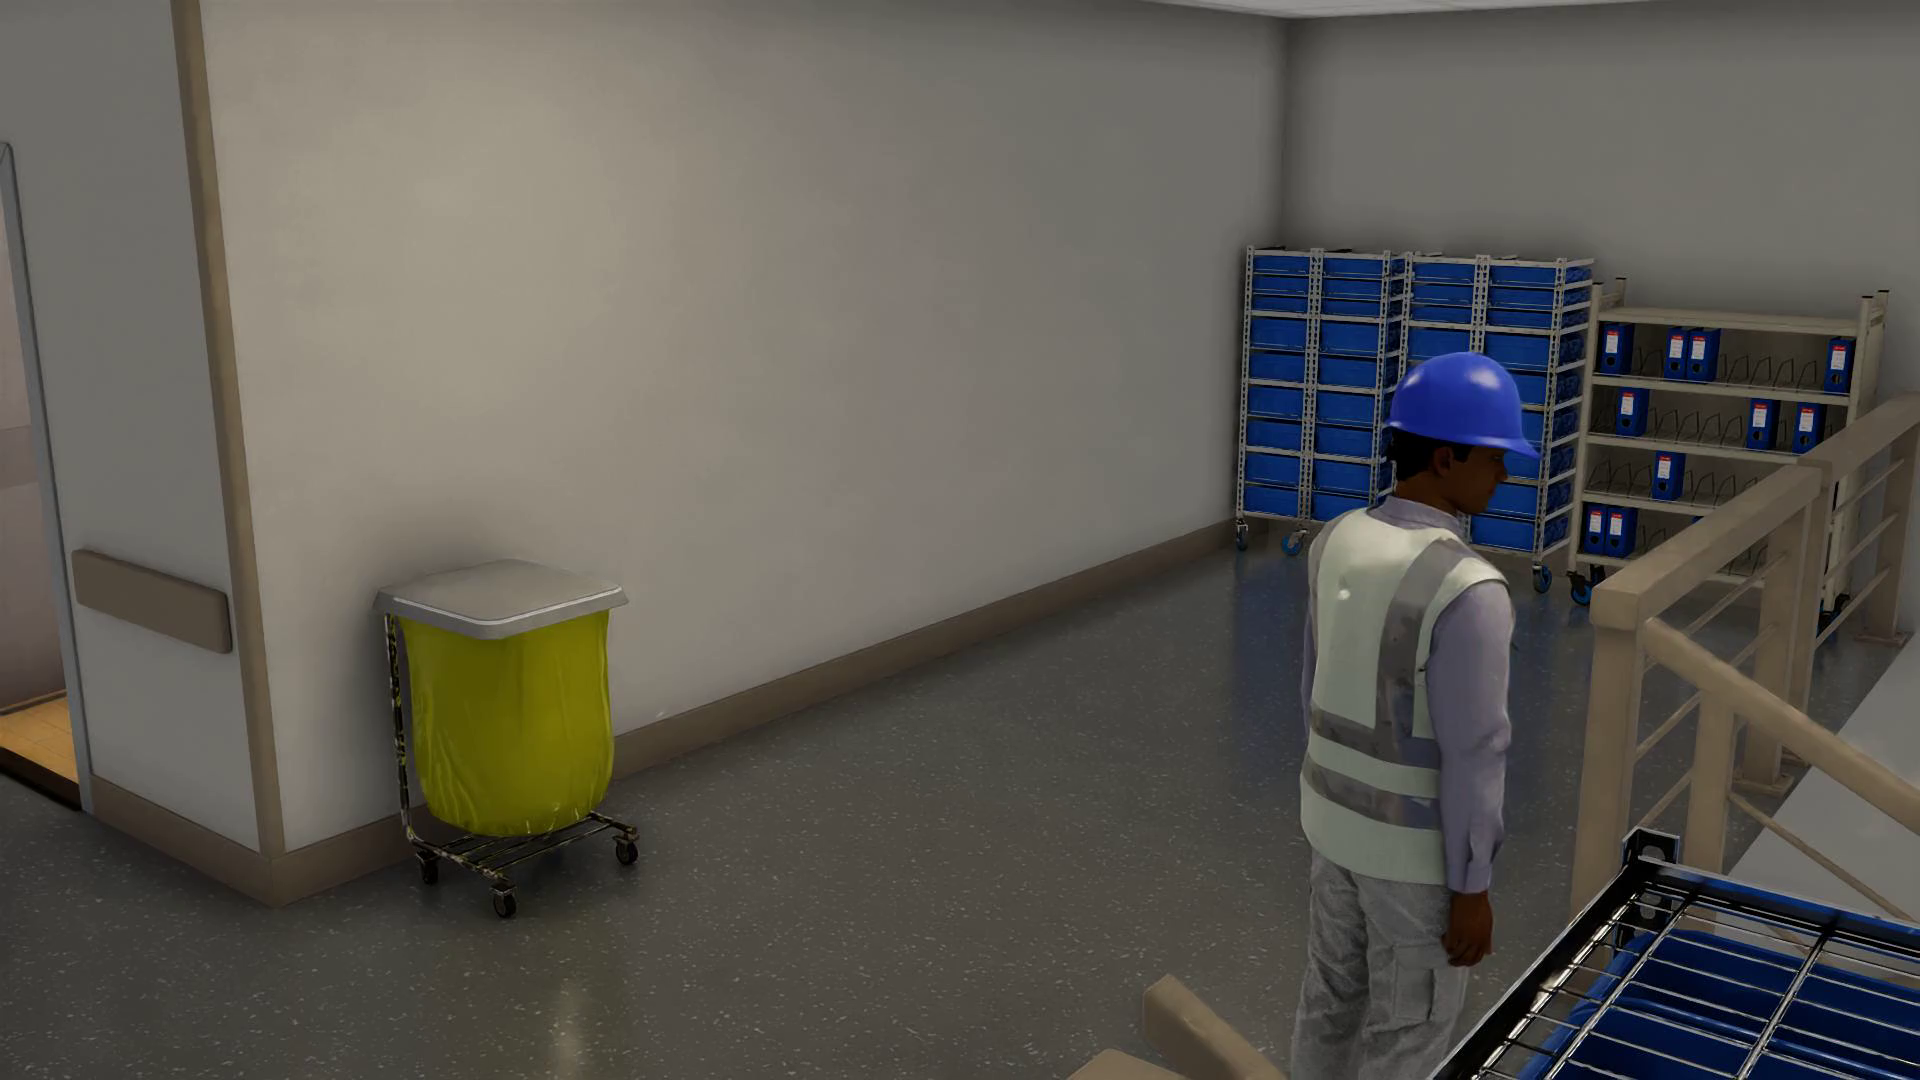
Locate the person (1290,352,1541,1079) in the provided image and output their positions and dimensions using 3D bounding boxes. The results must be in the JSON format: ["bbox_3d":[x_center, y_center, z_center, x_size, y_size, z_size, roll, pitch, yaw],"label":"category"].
[{"bbox_3d":[0.903,0.589,3.381,0.411,1.939,0.605,-4,14,-16],"label":"person"}]
